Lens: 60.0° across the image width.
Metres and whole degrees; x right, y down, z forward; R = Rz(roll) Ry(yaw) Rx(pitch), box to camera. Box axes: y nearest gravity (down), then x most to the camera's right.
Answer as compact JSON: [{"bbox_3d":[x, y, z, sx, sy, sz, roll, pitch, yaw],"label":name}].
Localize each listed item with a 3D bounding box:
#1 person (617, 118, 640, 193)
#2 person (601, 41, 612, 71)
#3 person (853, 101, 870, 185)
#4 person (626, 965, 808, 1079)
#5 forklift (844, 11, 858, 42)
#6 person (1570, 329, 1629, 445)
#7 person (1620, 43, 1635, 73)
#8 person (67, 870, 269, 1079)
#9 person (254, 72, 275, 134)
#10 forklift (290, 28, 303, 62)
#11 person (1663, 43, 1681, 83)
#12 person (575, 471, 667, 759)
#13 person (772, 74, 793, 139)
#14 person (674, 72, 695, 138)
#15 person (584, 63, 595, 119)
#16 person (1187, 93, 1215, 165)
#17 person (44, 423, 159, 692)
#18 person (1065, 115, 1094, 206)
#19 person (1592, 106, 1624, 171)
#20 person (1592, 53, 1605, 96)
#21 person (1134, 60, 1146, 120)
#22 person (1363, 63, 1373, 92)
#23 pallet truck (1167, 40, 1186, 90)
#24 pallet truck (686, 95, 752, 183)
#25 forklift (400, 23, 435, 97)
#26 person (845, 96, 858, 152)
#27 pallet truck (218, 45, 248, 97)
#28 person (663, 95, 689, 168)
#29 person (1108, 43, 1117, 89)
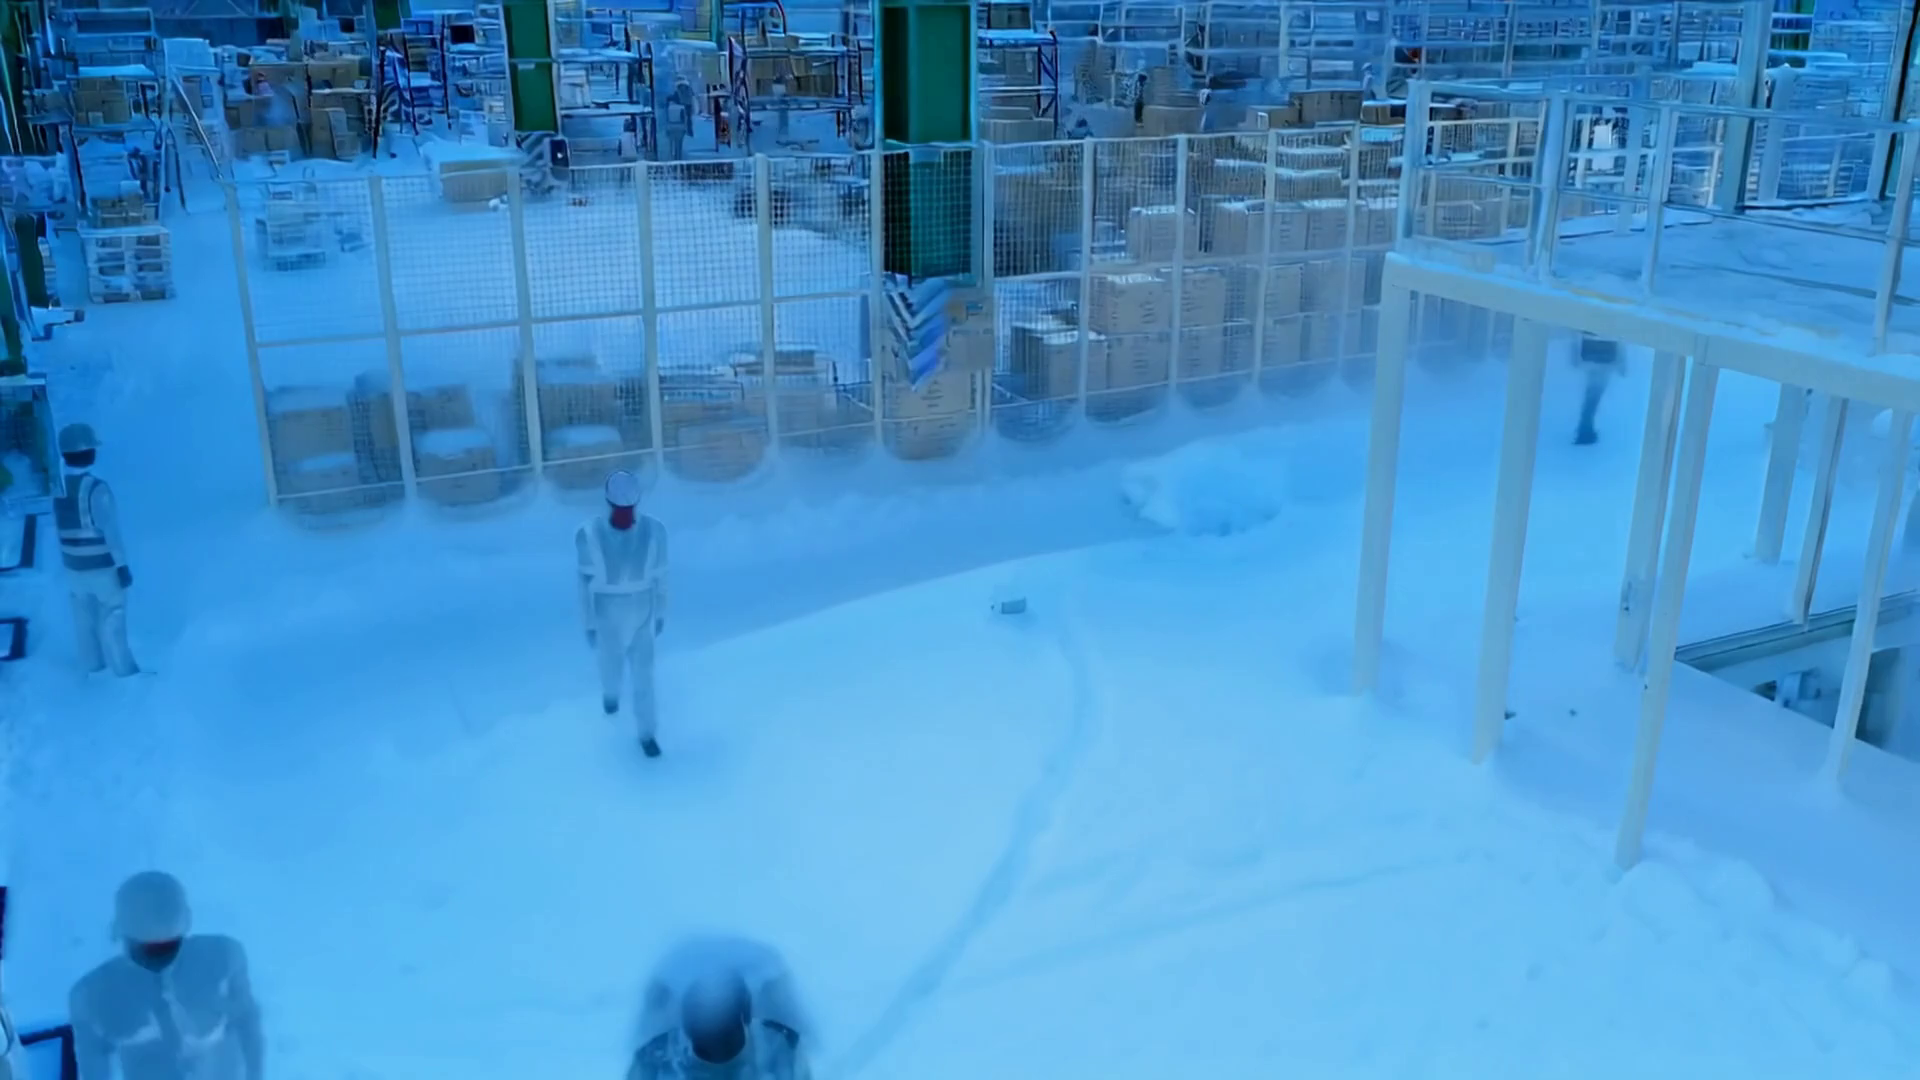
[{"bbox_3d":[-7.534,-8.705,37.720,0.540,1.684,0.572,5,20,15],"label":"person"},{"bbox_3d":[-15.256,-20.764,72.390,1.026,1.885,0.577,-13,23,-34],"label":"person"},{"bbox_3d":[-2.326,-9.333,39.167,0.376,1.935,0.629,9,21,24],"label":"person"},{"bbox_3d":[-0.795,2.268,5.666,0.625,1.844,0.429,-6,20,-17],"label":"person"},{"bbox_3d":[-5.447,-25.088,83.396,1.873,2.768,1.129,-9,21,-25],"label":"forklift"},{"bbox_3d":[6.913,-1.975,17.844,0.629,1.916,0.587,-13,23,-32],"label":"person"},{"bbox_3d":[28.477,-20.261,70.995,0.633,1.826,0.630,-4,19,-12],"label":"person"},{"bbox_3d":[-2.913,2.028,6.176,0.631,1.972,0.823,-12,23,-32],"label":"person"},{"bbox_3d":[-21.139,-13.213,50.462,0.820,1.889,0.556,3,19,9],"label":"person"},{"bbox_3d":[-23.854,-17.089,60.209,1.873,2.768,1.129,-9,21,-25],"label":"forklift"},{"bbox_3d":[31.164,-20.980,72.941,0.651,1.909,0.839,1,19,1],"label":"person"},{"bbox_3d":[-2.203,0.431,10.903,0.596,1.902,0.779,-7,20,-18],"label":"person"},{"bbox_3d":[-5.259,-12.963,49.734,0.631,1.885,0.839,12,22,30],"label":"person"},{"bbox_3d":[-8.272,-13.084,50.033,0.585,1.930,0.357,3,19,10],"label":"person"},{"bbox_3d":[-12.553,-15.199,56.314,0.341,1.839,0.501,-3,19,-10],"label":"person"},{"bbox_3d":[6.335,-10.698,43.288,0.948,1.822,0.510,10,21,27],"label":"person"},{"bbox_3d":[-6.083,0.131,11.697,0.605,1.948,0.384,8,20,21],"label":"person"},{"bbox_3d":[2.579,-8.211,35.937,0.634,1.917,0.819,1,19,4],"label":"person"},{"bbox_3d":[14.556,-8.863,37.629,0.539,2.000,0.688,-12,22,-32],"label":"person"},{"bbox_3d":[25.298,-18.451,65.958,0.604,1.680,0.538,-7,20,-21],"label":"person"},{"bbox_3d":[6.061,-15.121,55.885,0.367,1.964,0.603,-5,20,-15],"label":"person"},{"bbox_3d":[13.379,-14.703,54.716,0.362,1.938,0.545,0,19,-1],"label":"person"},{"bbox_3d":[9.045,-19.971,69.895,0.823,1.965,1.885,-3,19,-8],"label":"pallet truck"},{"bbox_3d":[-5.836,-9.608,39.856,0.823,1.965,1.885,10,22,27],"label":"pallet truck"},{"bbox_3d":[-21.535,-18.997,65.739,1.129,2.768,1.873,-7,20,-18],"label":"forklift"},{"bbox_3d":[-2.799,-10.788,43.725,0.905,1.700,0.504,-14,23,-35],"label":"person"},{"bbox_3d":[-28.879,-18.665,66.111,0.823,1.965,1.885,-3,19,-9],"label":"pallet truck"},{"bbox_3d":[-7.288,-10.527,42.818,0.631,1.798,0.939,0,19,-1],"label":"person"},{"bbox_3d":[6.455,-19.981,70.124,0.309,1.864,0.535,11,22,28],"label":"person"}]
